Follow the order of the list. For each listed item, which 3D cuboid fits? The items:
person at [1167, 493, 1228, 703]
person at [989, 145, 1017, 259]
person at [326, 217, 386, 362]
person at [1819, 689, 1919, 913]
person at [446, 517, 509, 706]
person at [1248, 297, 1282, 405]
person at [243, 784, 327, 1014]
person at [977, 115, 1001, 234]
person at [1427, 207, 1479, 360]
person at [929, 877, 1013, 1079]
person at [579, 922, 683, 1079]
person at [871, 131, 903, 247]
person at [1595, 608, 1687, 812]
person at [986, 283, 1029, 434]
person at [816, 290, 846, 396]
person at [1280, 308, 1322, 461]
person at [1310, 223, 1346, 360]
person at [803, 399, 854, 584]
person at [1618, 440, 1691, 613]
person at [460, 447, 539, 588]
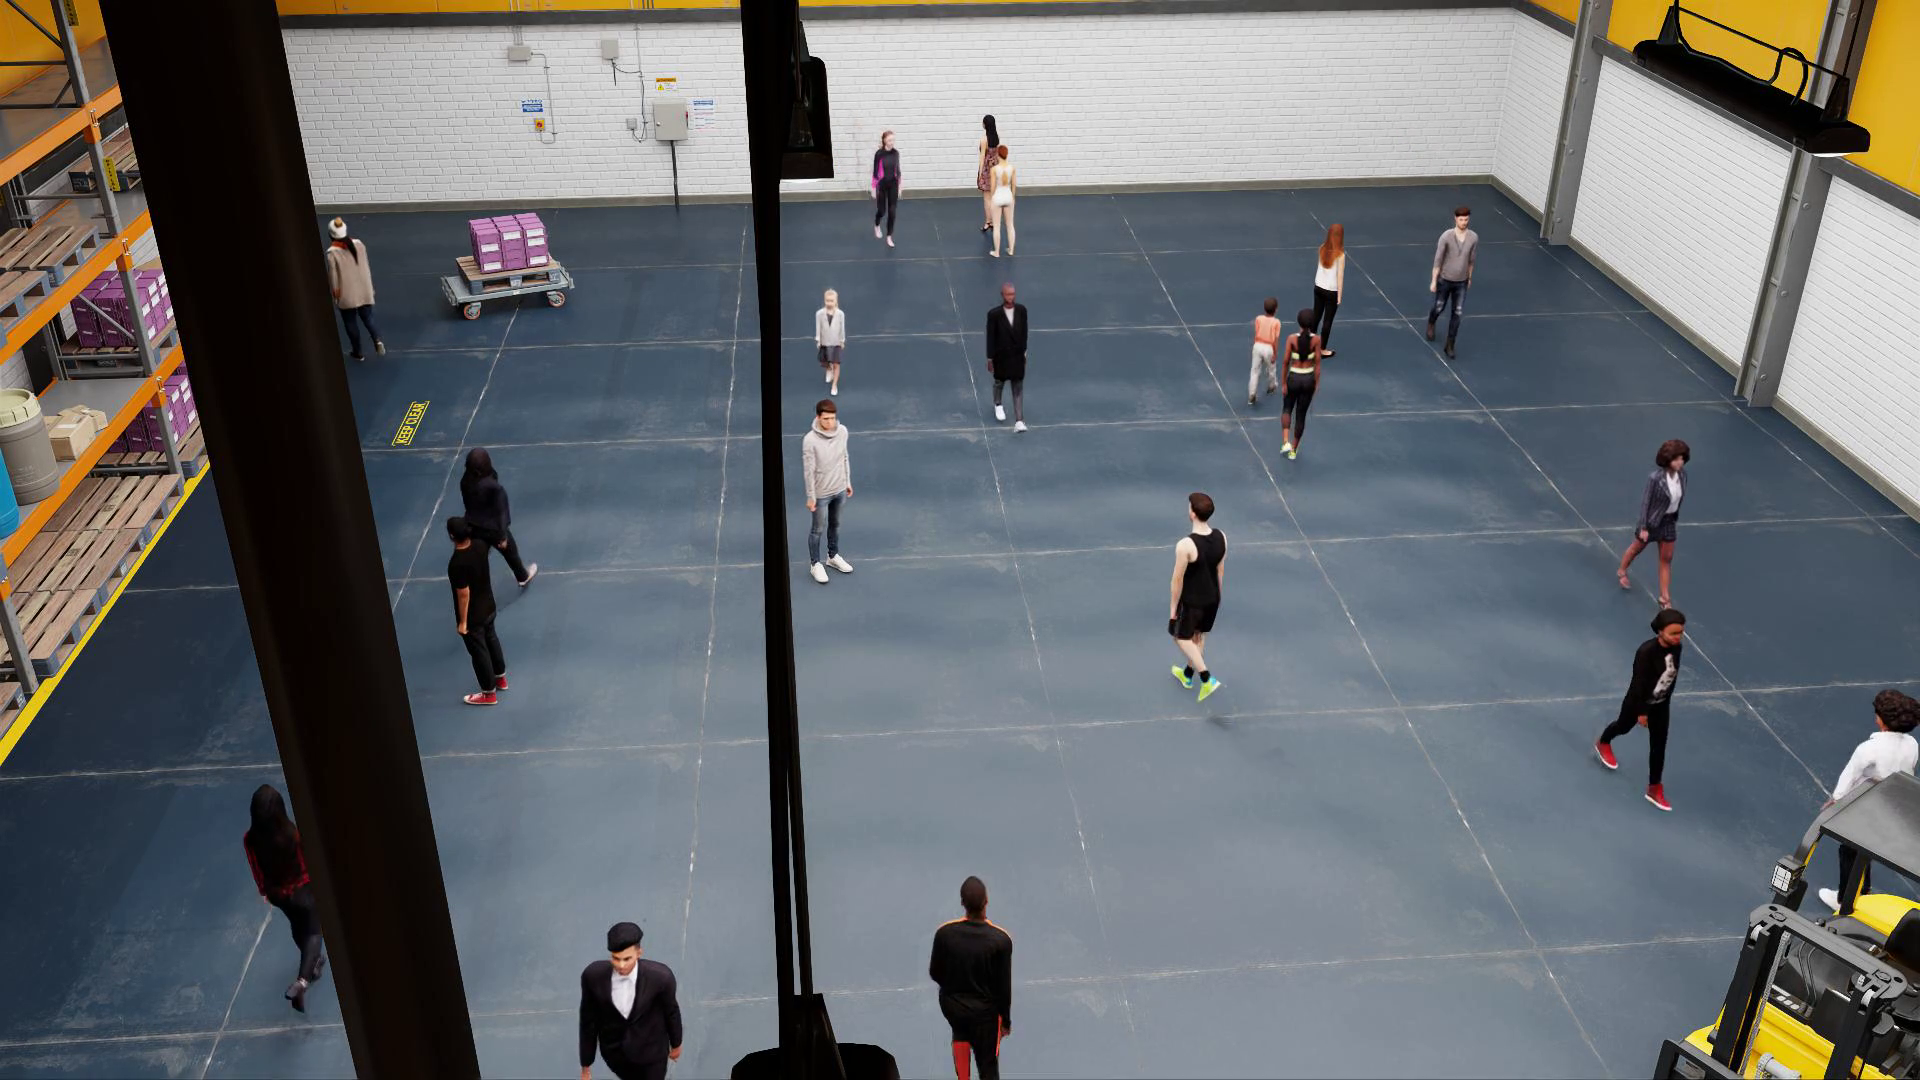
[{"bbox_3d":[2.046,0.520,13.996,0.914,1.877,1.083,-15,32,-25],"label":"person"},{"bbox_3d":[0.619,-4.944,24.256,0.602,1.644,0.555,-11,30,-19],"label":"person"},{"bbox_3d":[-7.492,-3.092,20.615,0.946,1.878,1.016,-24,37,-37],"label":"person"},{"bbox_3d":[6.381,1.905,11.543,0.726,1.794,0.690,-9,30,-16],"label":"person"},{"bbox_3d":[-4.078,0.579,14.013,0.749,1.756,0.593,6,29,11],"label":"person"},{"bbox_3d":[3.568,-2.213,19.627,0.780,1.281,0.952,14,32,24],"label":"person"},{"bbox_3d":[-4.372,2.357,10.880,0.614,1.636,0.931,-1,29,-3],"label":"person"},{"bbox_3d":[0.455,-5.579,25.286,0.874,1.772,0.812,21,35,34],"label":"person"},{"bbox_3d":[6.198,-3.309,21.024,0.769,1.869,1.202,1,29,3],"label":"person"},{"bbox_3d":[0.033,2.830,9.876,0.767,1.766,0.887,9,30,15],"label":"person"},{"bbox_3d":[-1.873,2.903,9.682,0.900,1.824,1.280,4,29,7],"label":"person"},{"bbox_3d":[-1.109,-5.249,24.724,0.710,1.731,0.806,-13,31,-22],"label":"person"},{"bbox_3d":[5.293,1.220,12.969,0.686,1.631,1.149,-7,29,-13],"label":"person"},{"bbox_3d":[0.514,-2.116,18.995,0.784,1.717,1.173,-6,29,-12],"label":"person"},{"bbox_3d":[-1.550,-2.408,19.999,0.570,1.267,0.734,2,29,4],"label":"person"},{"bbox_3d":[3.714,-1.661,18.134,0.654,1.742,0.726,5,29,9],"label":"person"},{"bbox_3d":[4.597,-3.127,20.845,0.701,1.720,0.600,-19,34,-30],"label":"person"},{"bbox_3d":[-1.267,-0.505,15.902,0.761,1.850,0.785,-23,36,-36],"label":"person"},{"bbox_3d":[6.433,-0.175,15.507,0.753,1.649,1.089,-7,29,-12],"label":"person"},{"bbox_3d":[-4.405,-0.035,15.333,0.966,1.570,1.180,11,30,19],"label":"person"}]
